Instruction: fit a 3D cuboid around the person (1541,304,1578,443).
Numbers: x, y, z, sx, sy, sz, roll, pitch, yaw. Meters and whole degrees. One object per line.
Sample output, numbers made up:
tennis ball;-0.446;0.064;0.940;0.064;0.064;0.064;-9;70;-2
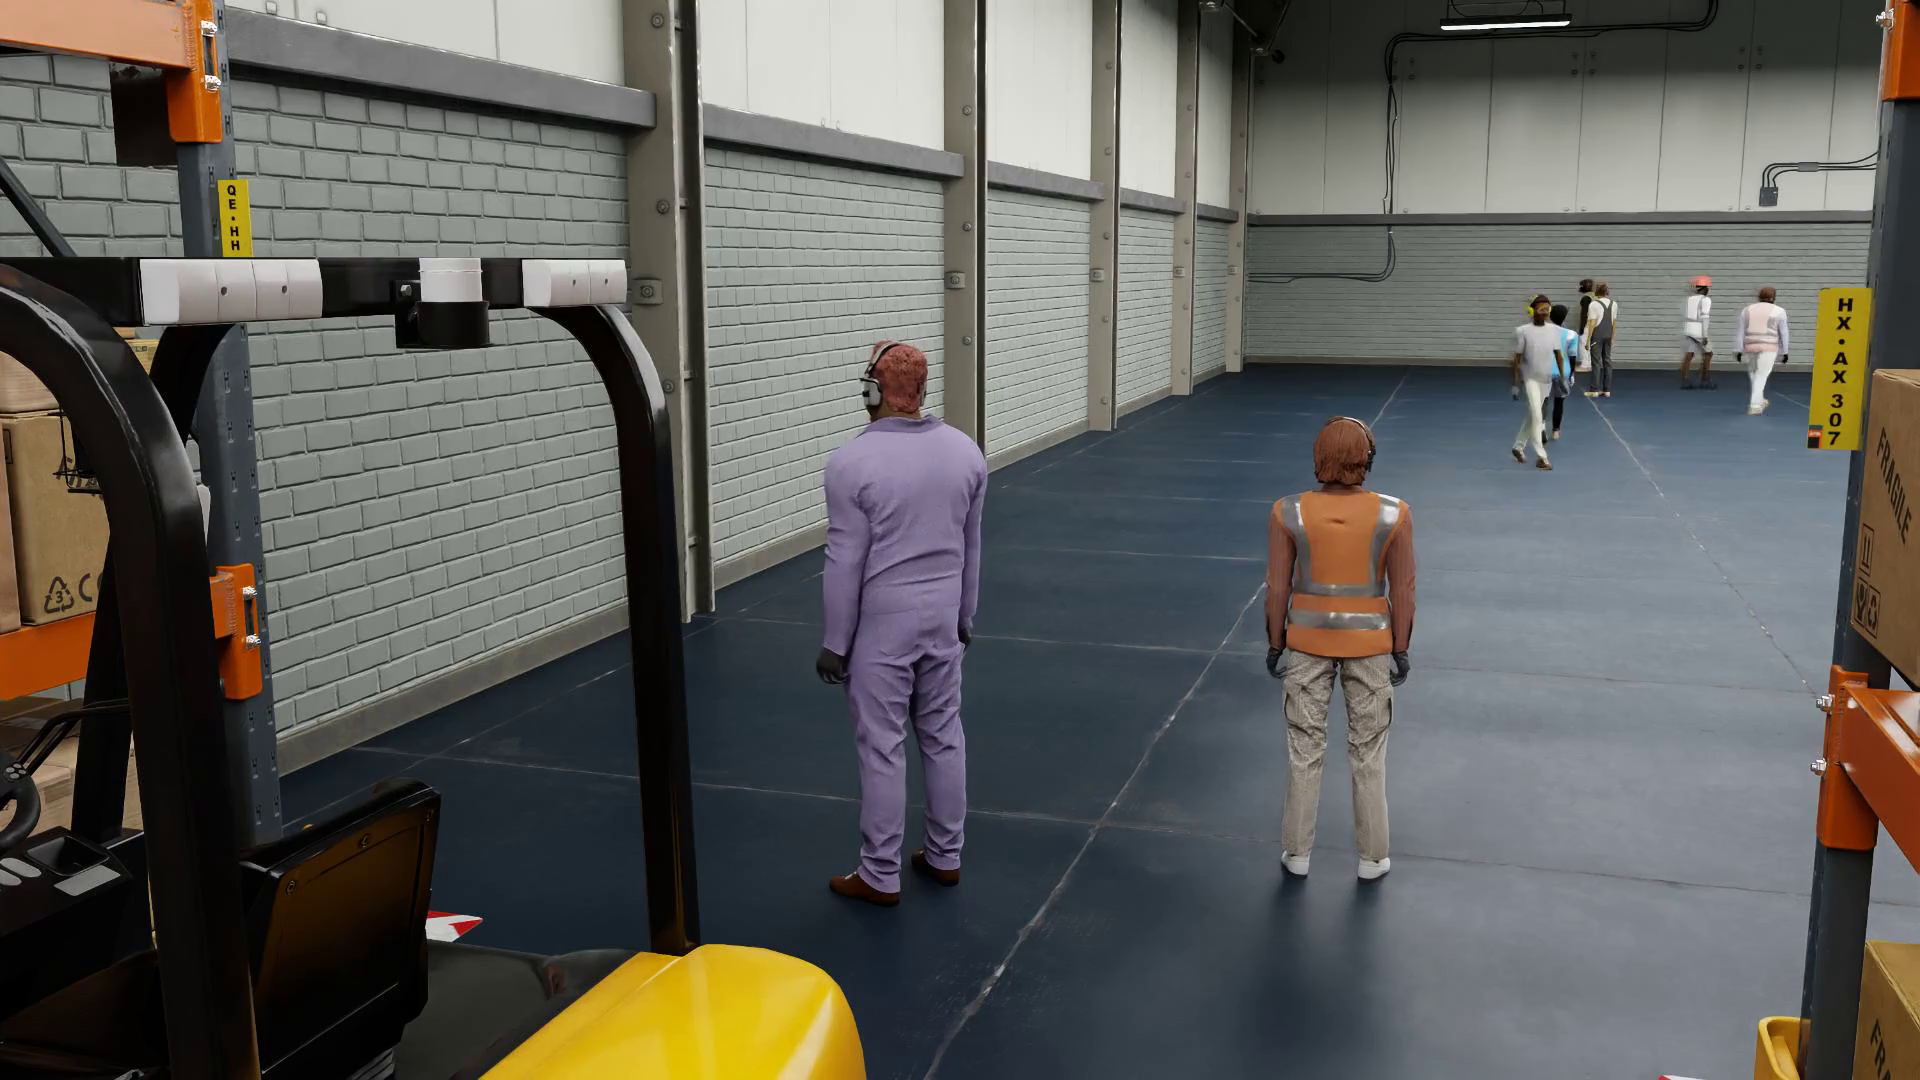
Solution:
person;7.111;-1.997;19.935;0.532;1.665;0.793;4;10;22

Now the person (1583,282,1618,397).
person;10.223;-3.195;26.562;0.506;1.843;0.351;-3;10;-16

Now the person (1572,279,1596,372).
person;12.241;-4.199;32.645;0.432;1.817;0.679;5;11;26

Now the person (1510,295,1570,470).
person;6.121;-1.687;17.654;0.527;1.832;0.966;-2;10;-12

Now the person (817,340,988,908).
person;-0.218;0.284;5.649;0.638;1.909;0.408;-8;12;-39

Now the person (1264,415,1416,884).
person;1.319;0.389;5.809;0.514;1.642;0.310;2;10;14

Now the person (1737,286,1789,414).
person;11.509;-2.705;23.783;0.753;1.824;0.650;-8;12;-39

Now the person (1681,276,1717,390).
person;12.535;-3.483;28.047;0.751;1.911;0.580;-3;10;-17
